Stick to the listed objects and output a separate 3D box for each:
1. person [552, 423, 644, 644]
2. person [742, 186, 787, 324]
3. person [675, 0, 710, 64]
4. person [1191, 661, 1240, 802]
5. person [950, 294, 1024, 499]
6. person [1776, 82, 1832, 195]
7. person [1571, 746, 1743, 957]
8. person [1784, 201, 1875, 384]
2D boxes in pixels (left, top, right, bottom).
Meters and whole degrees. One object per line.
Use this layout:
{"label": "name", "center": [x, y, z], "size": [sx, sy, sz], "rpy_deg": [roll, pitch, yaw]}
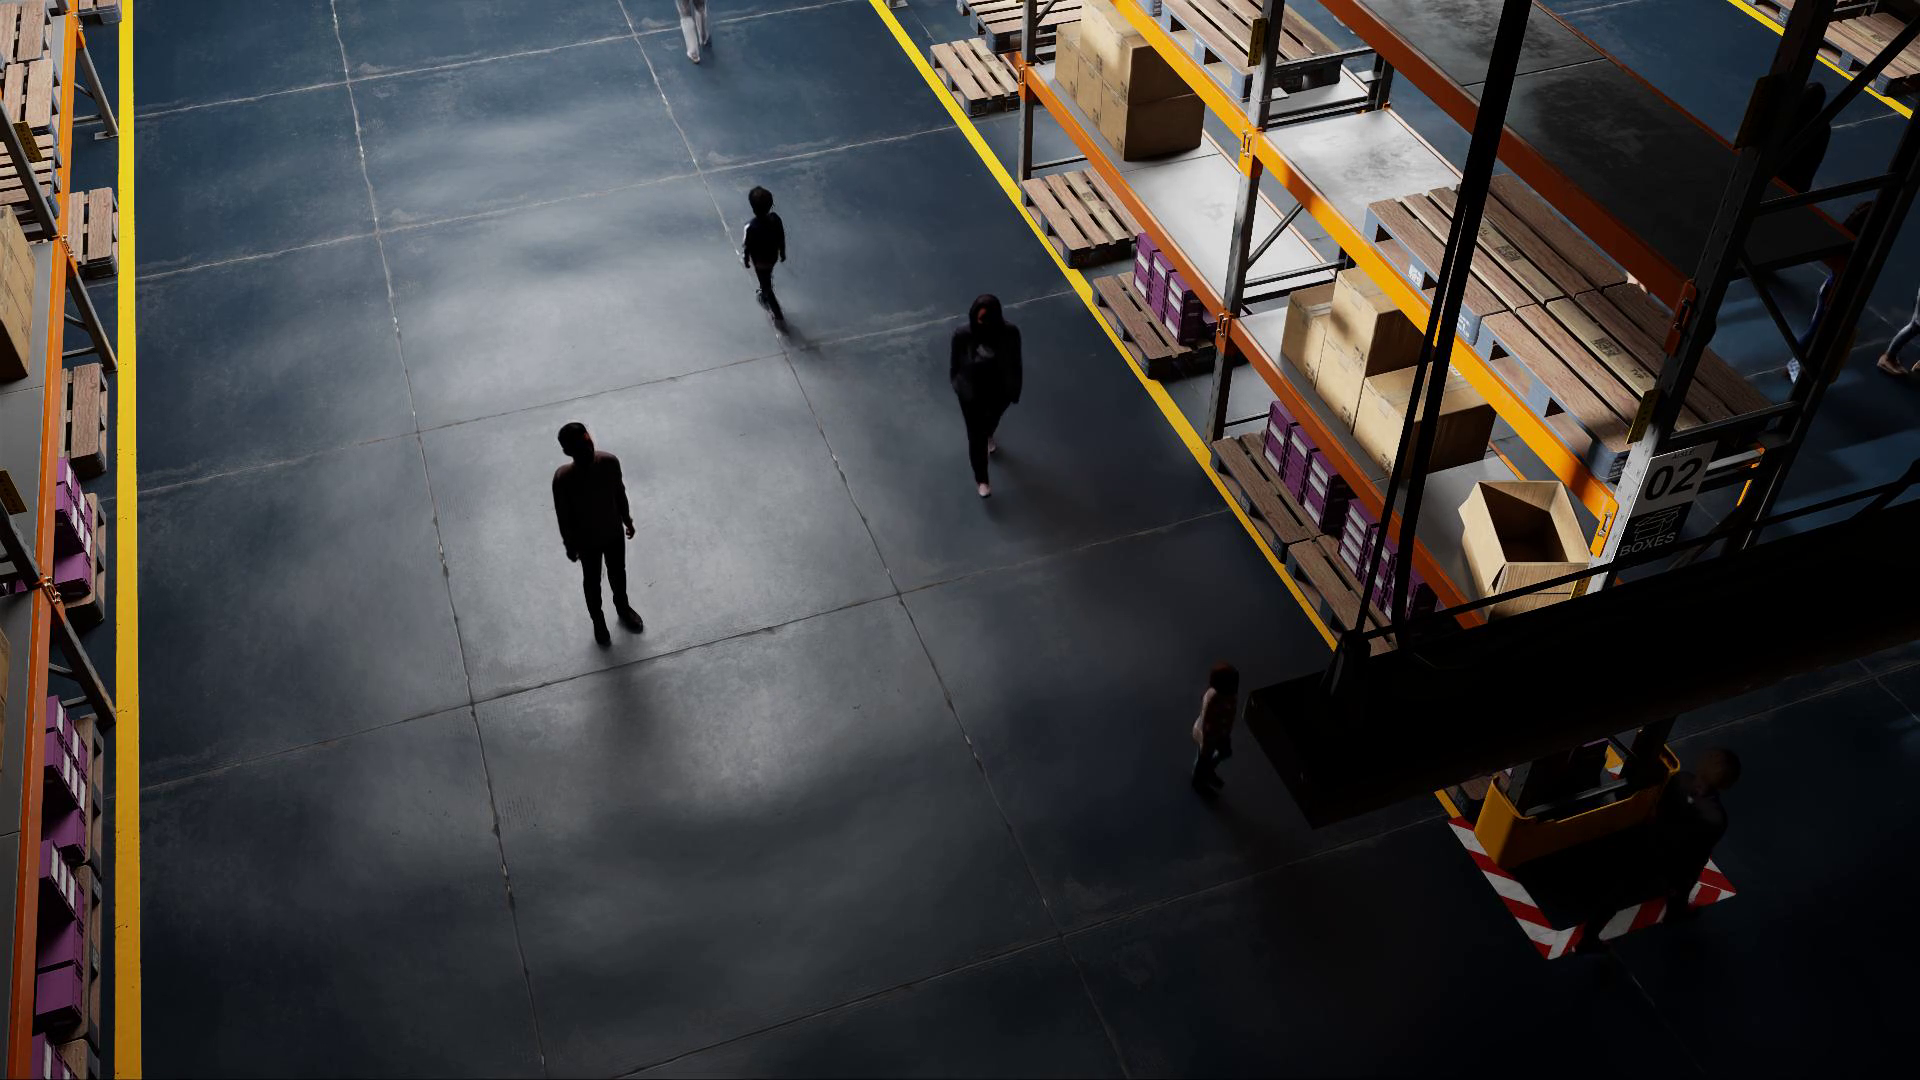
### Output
{"label": "person", "center": [-2.399, -0.070, 11.011], "size": [0.701, 1.772, 0.616], "rpy_deg": [-22, 48, -22]}
{"label": "person", "center": [-1.605, -2.349, 13.814], "size": [0.637, 1.205, 0.864], "rpy_deg": [-25, 49, -24]}
{"label": "person", "center": [-2.780, -5.734, 16.885], "size": [0.720, 1.870, 0.887], "rpy_deg": [-9, 44, -10]}
{"label": "person", "center": [1.514, 1.124, 10.181], "size": [0.583, 1.187, 0.569], "rpy_deg": [31, 52, 28]}
{"label": "person", "center": [0.194, -1.164, 12.318], "size": [0.807, 1.552, 1.132], "rpy_deg": [-6, 44, -7]}
{"label": "person", "center": [7.008, -3.092, 14.193], "size": [0.741, 1.758, 0.820], "rpy_deg": [22, 48, 22]}
{"label": "person", "center": [3.842, 1.776, 9.179], "size": [0.693, 1.626, 1.064], "rpy_deg": [-16, 46, -16]}
{"label": "person", "center": [6.899, -1.937, 13.080], "size": [0.693, 1.621, 0.698], "rpy_deg": [34, 53, 31]}
